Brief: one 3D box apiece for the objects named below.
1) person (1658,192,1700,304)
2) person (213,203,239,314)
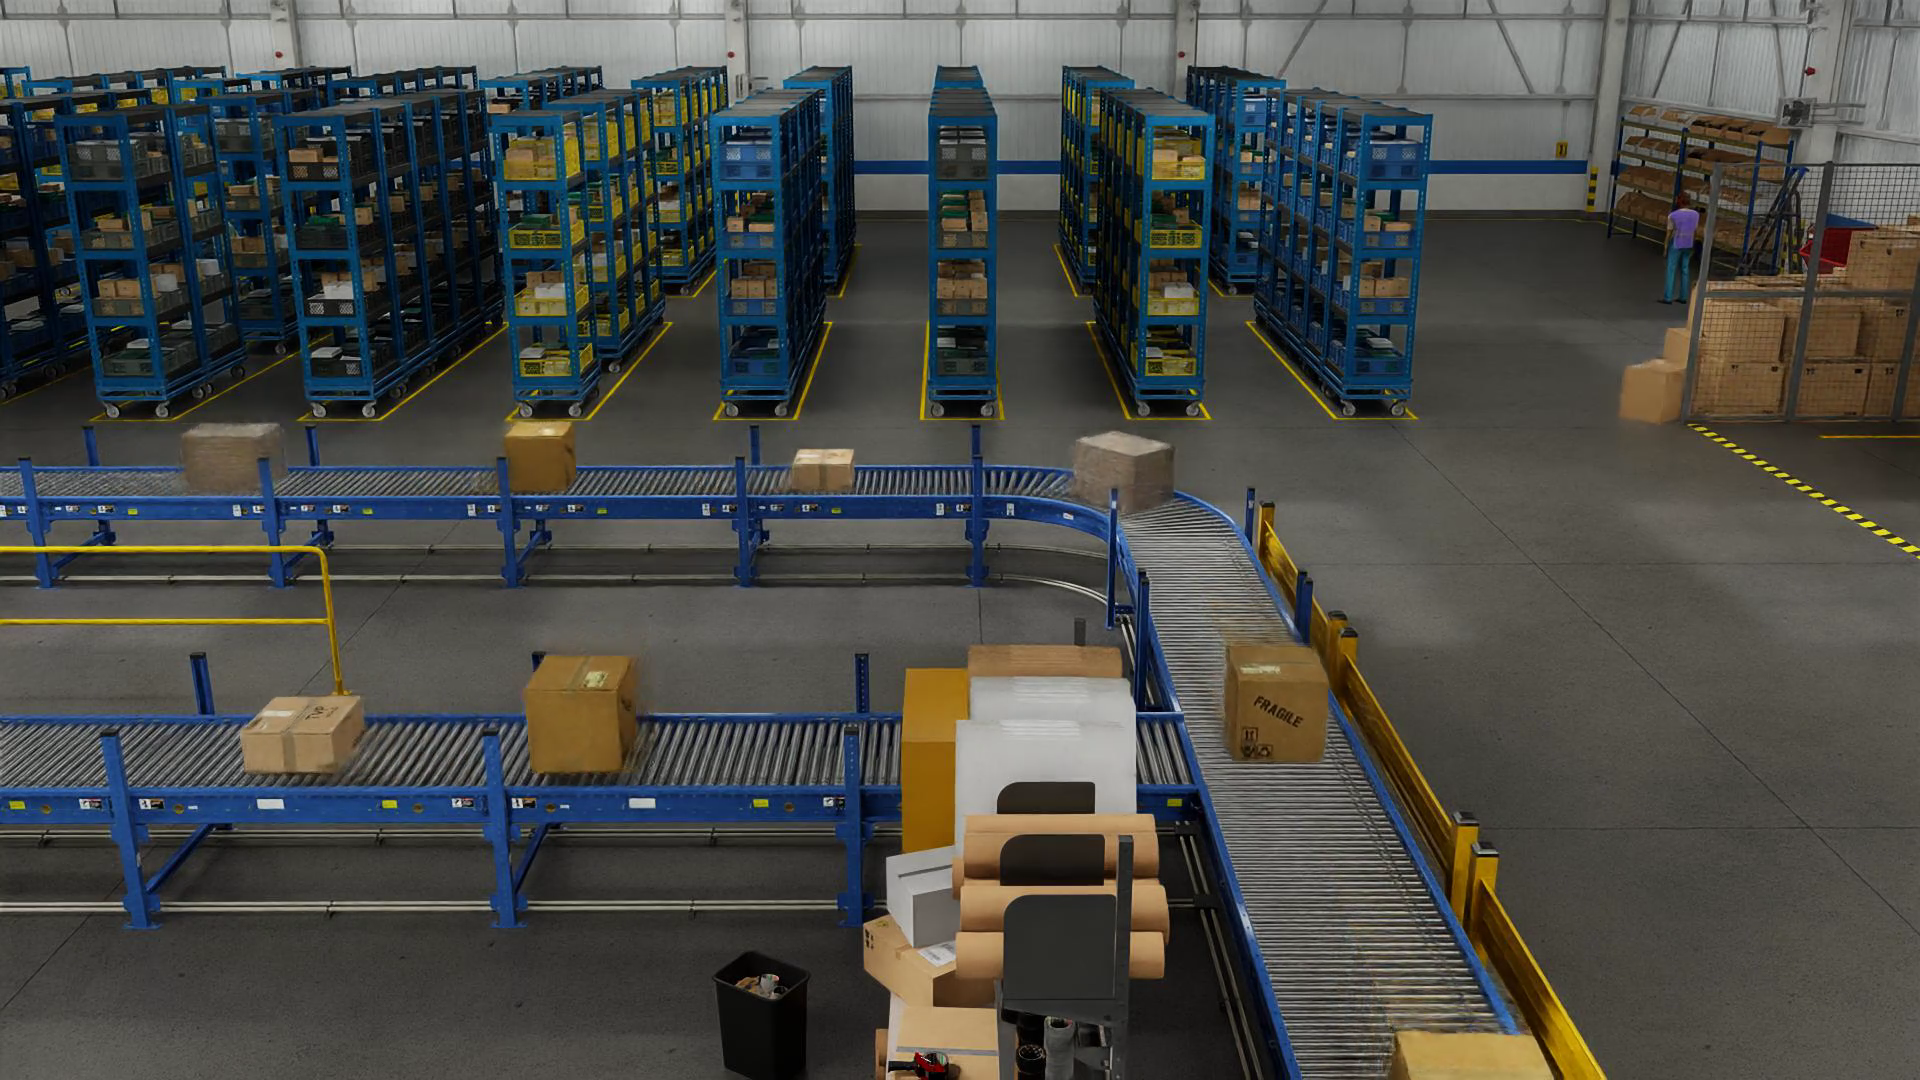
[{"bbox_3d":[11.913,-4.812,27.498,0.560,1.837,0.388,-5,19,-14],"label":"person"},{"bbox_3d":[-11.734,-4.559,26.714,0.404,1.830,0.602,-13,22,-35],"label":"person"}]
